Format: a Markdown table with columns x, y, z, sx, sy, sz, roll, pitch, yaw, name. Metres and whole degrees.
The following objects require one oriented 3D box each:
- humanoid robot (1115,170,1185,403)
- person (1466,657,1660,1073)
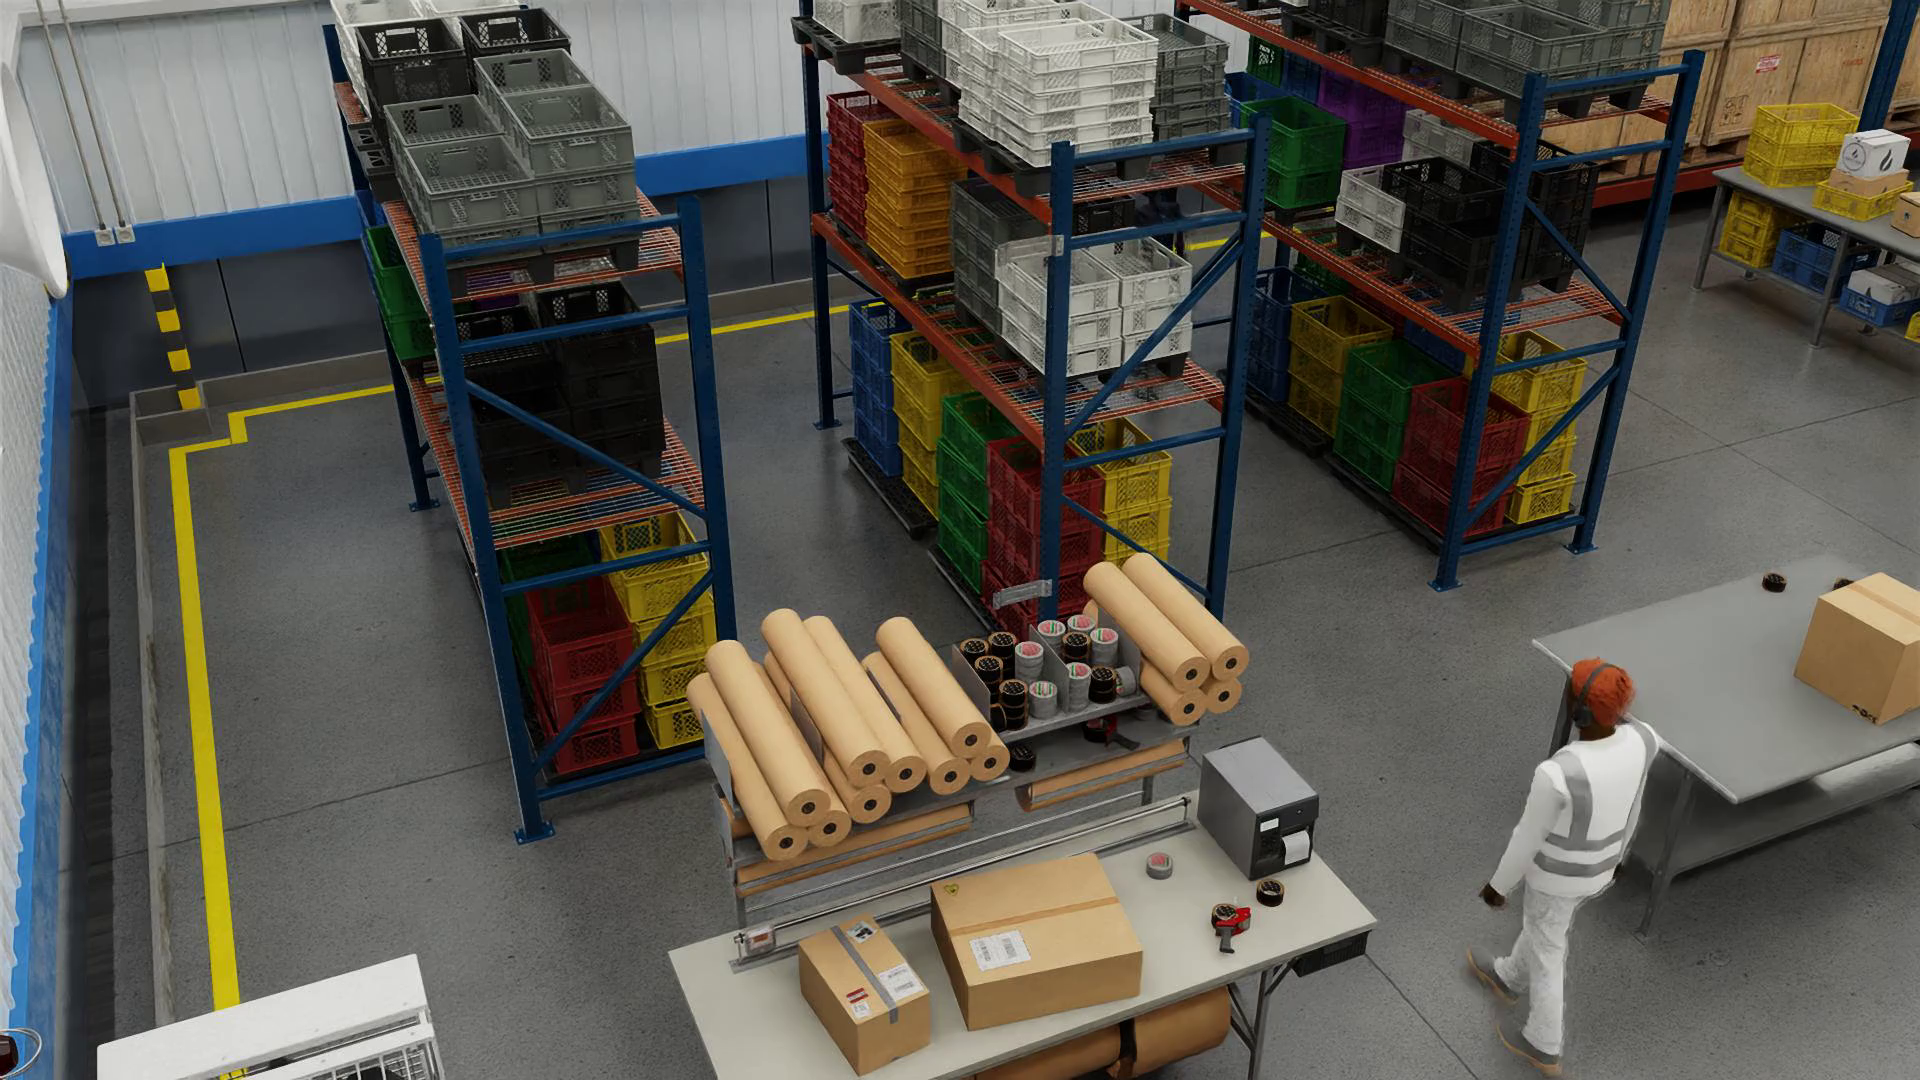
| x | y | z | sx | sy | sz | roll | pitch | yaw | name |
| --- | --- | --- | --- | --- | --- | --- | --- | --- | --- |
| 1.263 | -1.803 | 11.578 | 0.569 | 1.635 | 0.672 | -17 | 36 | -26 | humanoid robot |
| 2.292 | 1.229 | 6.460 | 0.587 | 1.879 | 0.558 | -18 | 36 | -27 | person |
